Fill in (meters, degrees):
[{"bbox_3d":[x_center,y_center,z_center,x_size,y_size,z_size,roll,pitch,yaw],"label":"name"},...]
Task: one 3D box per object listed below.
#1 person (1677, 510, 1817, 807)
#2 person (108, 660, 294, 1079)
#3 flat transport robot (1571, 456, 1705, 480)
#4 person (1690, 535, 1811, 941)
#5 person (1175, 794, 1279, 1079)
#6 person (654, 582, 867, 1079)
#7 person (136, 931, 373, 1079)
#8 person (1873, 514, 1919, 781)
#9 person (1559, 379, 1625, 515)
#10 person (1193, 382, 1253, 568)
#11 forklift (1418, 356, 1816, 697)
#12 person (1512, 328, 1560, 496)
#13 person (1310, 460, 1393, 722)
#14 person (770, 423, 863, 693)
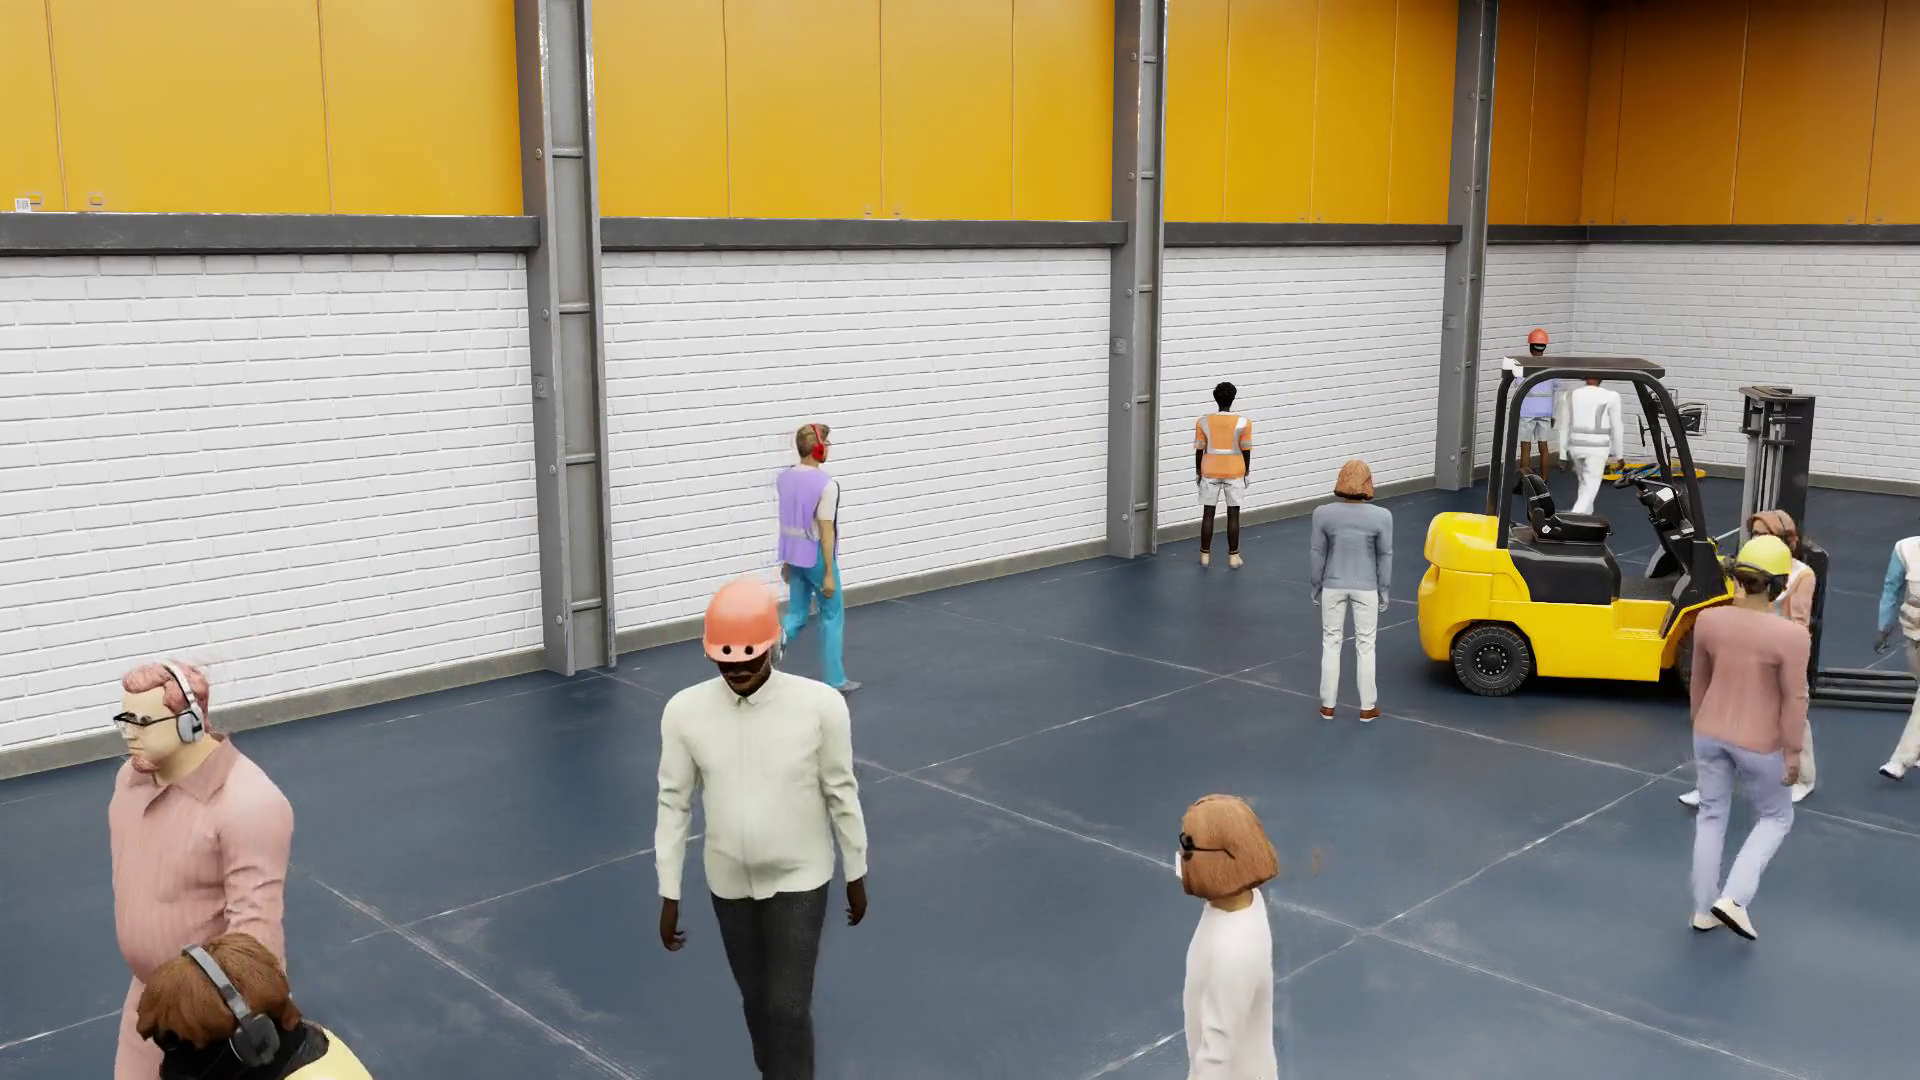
[{"bbox_3d":[4.226,0.632,8.710,0.854,1.594,0.525,-5,11,-25],"label":"person"},{"bbox_3d":[-2.160,1.257,4.565,0.678,1.856,0.965,5,12,27],"label":"person"},{"bbox_3d":[8.444,-0.906,20.715,1.431,0.197,0.652,-2,11,-11],"label":"flat transport robot"},{"bbox_3d":[3.351,0.849,7.104,0.393,1.753,0.542,-8,13,-35],"label":"person"},{"bbox_3d":[0.683,1.437,4.341,0.855,1.592,0.519,1,10,6],"label":"person"},{"bbox_3d":[-0.647,1.093,5.193,0.650,1.956,0.792,2,11,9],"label":"person"},{"bbox_3d":[-1.247,1.574,3.019,0.773,1.799,0.650,-6,12,-29],"label":"person"},{"bbox_3d":[5.340,0.545,9.161,0.846,1.590,0.544,-7,12,-33],"label":"person"},{"bbox_3d":[6.051,-0.841,16.084,0.923,1.850,0.577,-8,13,-39],"label":"person"},{"bbox_3d":[2.385,-0.589,15.113,0.536,1.693,0.317,3,11,18],"label":"person"},{"bbox_3d":[4.276,-0.101,11.076,2.313,2.155,1.214,2,11,13],"label":"forklift"},{"bbox_3d":[6.650,-1.475,19.267,0.544,1.939,0.354,-1,10,-8],"label":"person"},{"bbox_3d":[2.420,0.315,10.334,0.501,1.633,0.284,4,11,19],"label":"person"},{"bbox_3d":[-1.014,0.153,10.720,0.801,1.823,0.571,-9,14,-41],"label":"person"}]
